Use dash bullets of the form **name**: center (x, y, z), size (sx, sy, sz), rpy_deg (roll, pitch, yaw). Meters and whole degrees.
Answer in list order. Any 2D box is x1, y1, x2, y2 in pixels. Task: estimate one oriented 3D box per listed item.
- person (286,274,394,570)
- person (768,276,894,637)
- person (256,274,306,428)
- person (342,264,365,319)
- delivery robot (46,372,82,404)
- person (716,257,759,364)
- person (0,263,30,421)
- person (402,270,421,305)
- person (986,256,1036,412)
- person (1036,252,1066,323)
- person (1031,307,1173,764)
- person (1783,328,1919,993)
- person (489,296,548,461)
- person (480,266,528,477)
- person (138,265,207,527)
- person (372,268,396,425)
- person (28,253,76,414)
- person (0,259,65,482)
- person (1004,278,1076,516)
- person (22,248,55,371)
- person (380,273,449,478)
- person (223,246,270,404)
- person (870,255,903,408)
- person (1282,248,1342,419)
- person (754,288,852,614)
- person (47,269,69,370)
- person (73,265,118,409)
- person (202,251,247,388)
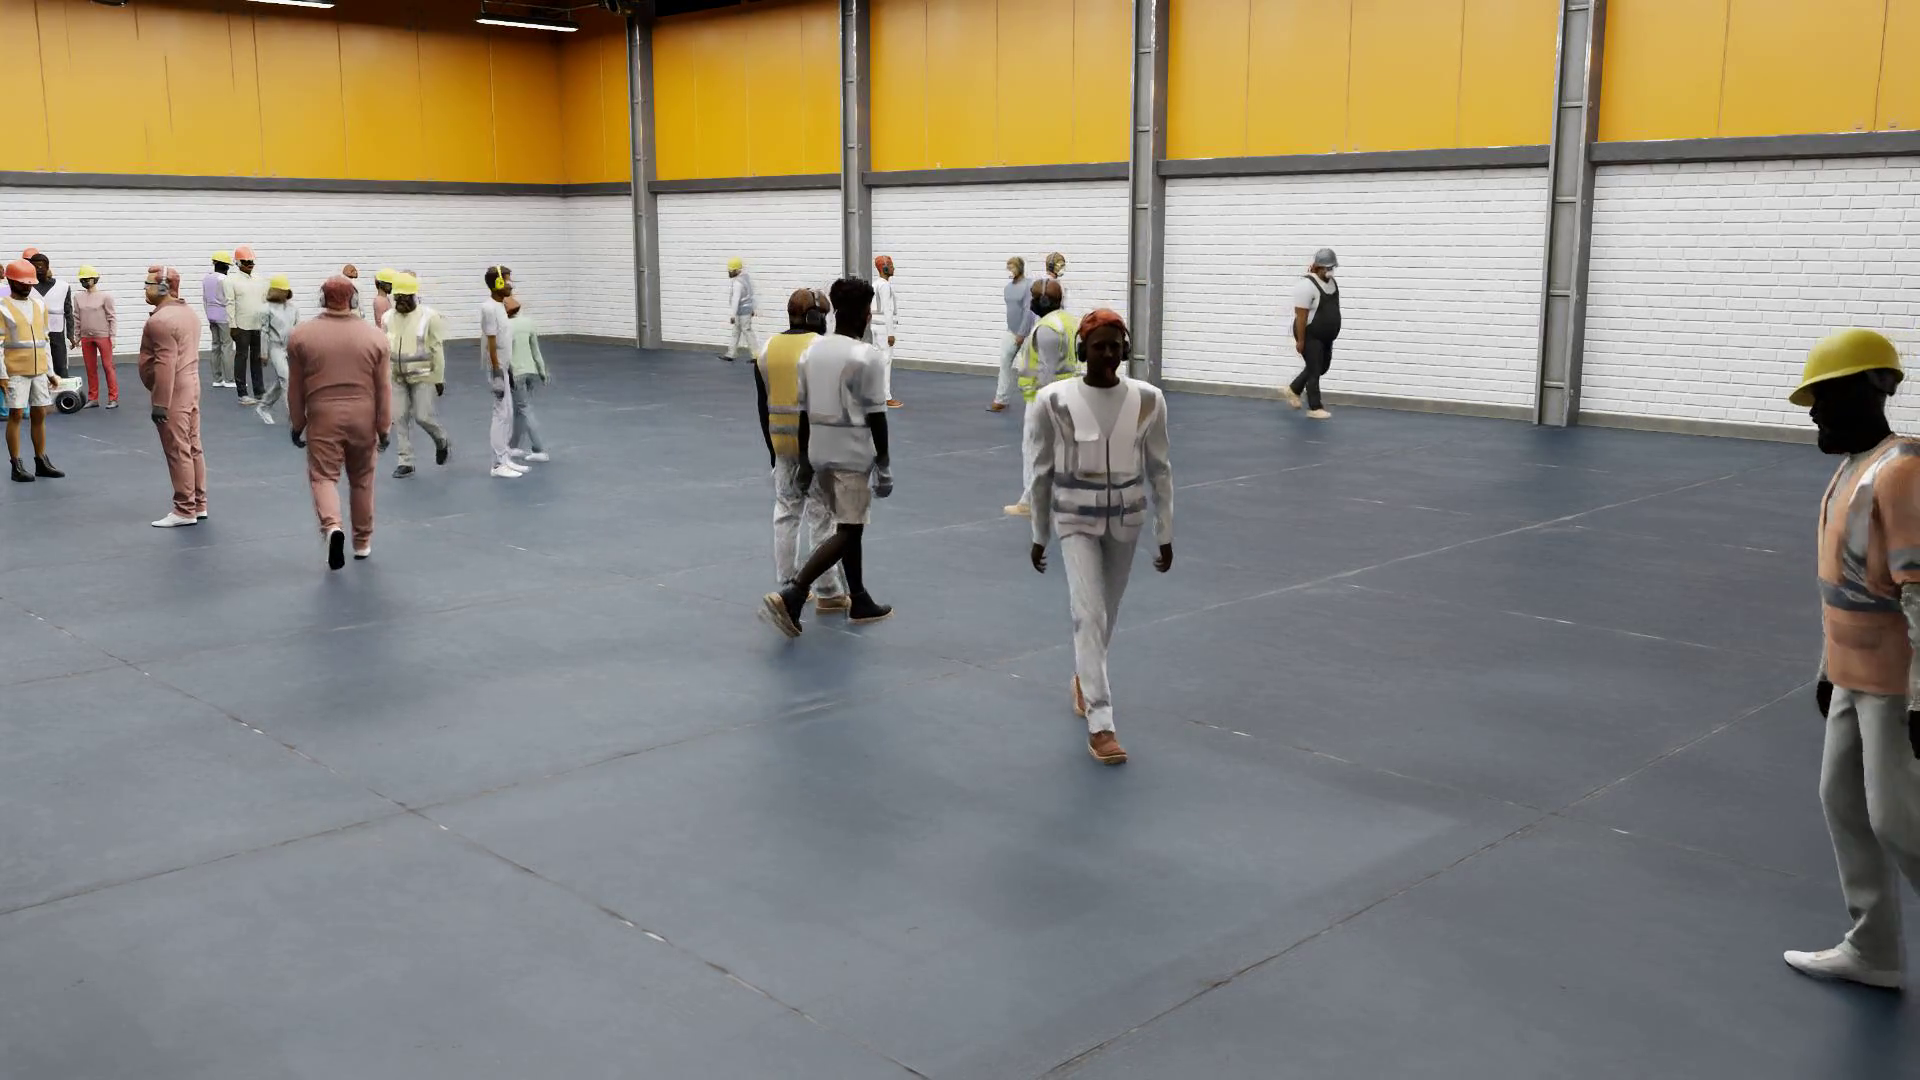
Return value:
- **person**: center (-3.974, -0.761, 10.711), size (0.645, 1.885, 0.797), rpy_deg (-5, 11, -24)
- **person**: center (-0.684, -0.435, 8.863), size (0.894, 1.930, 0.606), rpy_deg (-10, 14, -43)
- **person**: center (-7.610, -2.109, 18.550), size (0.837, 1.710, 0.490), rpy_deg (5, 12, 25)
- **person**: center (-10.467, -3.928, 28.668), size (0.500, 1.636, 0.281), rpy_deg (5, 11, 23)
- **delivery robot**: center (-10.960, -1.841, 19.983), size (0.707, 0.478, 0.477), rpy_deg (-4, 11, -20)
- **person**: center (-3.670, -3.765, 27.409), size (0.831, 1.770, 0.658), rpy_deg (0, 10, -2)
- **person**: center (-10.993, -2.282, 19.120), size (0.390, 1.846, 0.564), rpy_deg (4, 11, 20)
- **person**: center (-7.936, -3.103, 24.193), size (0.554, 1.613, 0.616), rpy_deg (8, 13, 36)
- **person**: center (0.789, -2.508, 20.253), size (1.018, 1.900, 0.626), rpy_deg (-9, 14, -40)
- **person**: center (1.063, -2.382, 19.425), size (0.372, 1.935, 0.627), rpy_deg (0, 10, -1)
- **person**: center (0.591, -0.065, 7.055), size (0.589, 1.844, 0.964), rpy_deg (-2, 11, -11)
- **person**: center (2.621, 0.365, 4.610), size (0.673, 1.874, 0.660), rpy_deg (3, 11, 14)
- **person**: center (-4.240, -1.546, 15.761), size (0.767, 1.590, 0.563), rpy_deg (5, 12, 26)
- **person**: center (-4.063, -1.482, 14.744), size (0.346, 1.855, 0.567), rpy_deg (-1, 10, -5)
- **person**: center (-5.811, -1.056, 12.256), size (0.409, 1.913, 0.650), rpy_deg (-1, 10, -7)
- **person**: center (-6.481, -2.187, 18.838), size (0.319, 1.763, 0.522), rpy_deg (-3, 11, -18)
- **person**: center (-10.889, -2.449, 19.837), size (0.597, 1.915, 0.371), rpy_deg (-5, 11, -25)
- **person**: center (-8.134, -1.477, 14.504), size (0.368, 1.929, 0.542), rpy_deg (5, 11, 24)
- **person**: center (0.728, -1.066, 12.575), size (0.714, 1.820, 0.628), rpy_deg (3, 11, 16)
- **person**: center (-14.519, -3.610, 26.113), size (0.552, 1.935, 0.374), rpy_deg (2, 11, 10)
- **person**: center (-4.841, -1.470, 14.787), size (0.609, 1.807, 0.593), rpy_deg (2, 11, 10)
- **person**: center (-9.028, -2.724, 21.124), size (0.382, 1.995, 0.612), rpy_deg (5, 11, 24)
- **person**: center (-0.928, -2.584, 20.660), size (0.355, 1.885, 0.576), rpy_deg (-3, 11, -18)
- **person**: center (4.109, -2.448, 19.492), size (0.811, 2.000, 0.724), rpy_deg (10, 14, 43)
- **person**: center (-0.853, -0.503, 9.450), size (0.619, 1.838, 0.430), rpy_deg (7, 13, 35)
- **person**: center (-14.364, -3.484, 26.232), size (0.315, 1.640, 0.514), rpy_deg (7, 13, 34)
- **person**: center (-10.663, -2.494, 20.492), size (0.533, 1.767, 0.321), rpy_deg (1, 10, 5)
- **person**: center (-10.333, -3.085, 23.313), size (0.589, 1.914, 0.399), rpy_deg (6, 12, 31)
